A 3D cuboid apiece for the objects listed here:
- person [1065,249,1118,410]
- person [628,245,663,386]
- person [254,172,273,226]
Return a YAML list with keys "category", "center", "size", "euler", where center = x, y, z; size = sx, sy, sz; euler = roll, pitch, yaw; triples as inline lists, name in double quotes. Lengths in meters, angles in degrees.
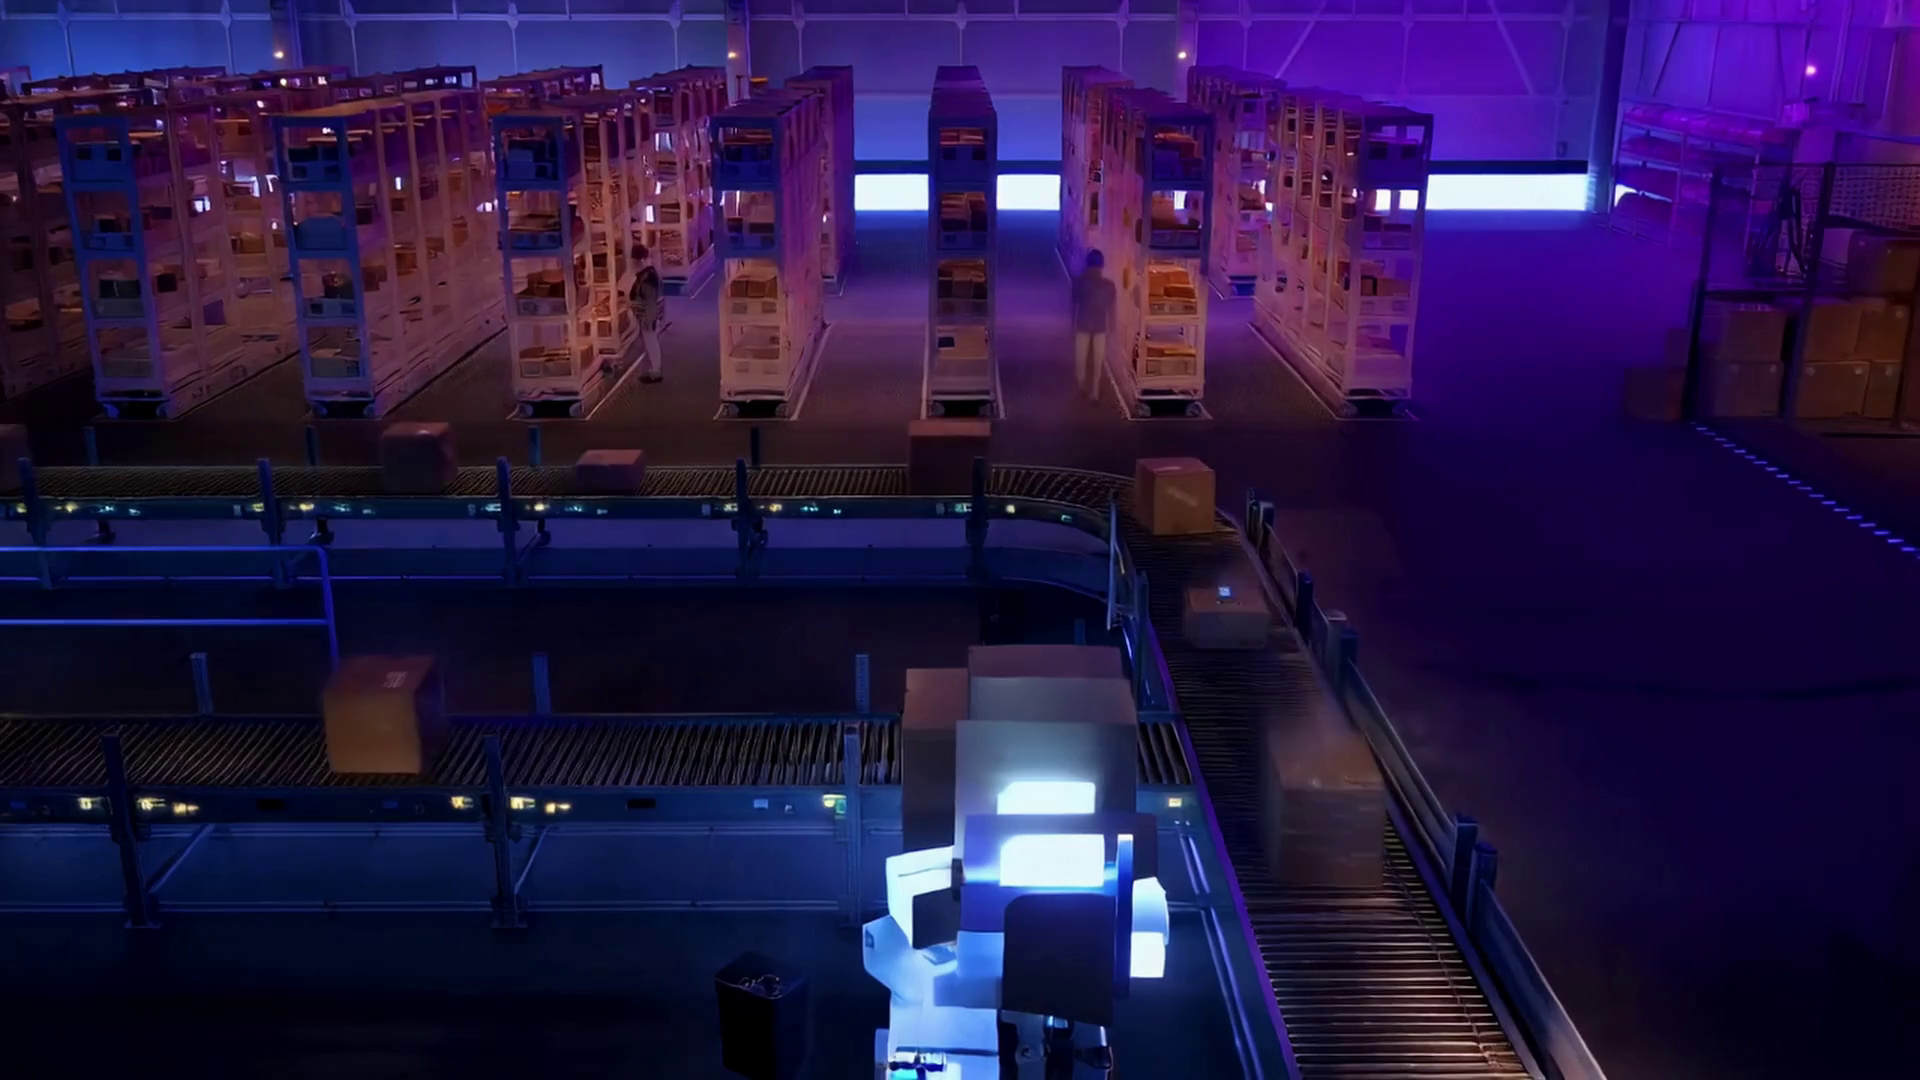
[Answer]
- category: "person"
  center: [1.614, -2.567, 20.342]
  size: [0.639, 1.975, 0.436]
  euler: [-1, 18, -3]
- category: "person"
  center: [-4.101, -2.941, 21.737]
  size: [0.403, 1.828, 0.595]
  euler: [-6, 19, -18]
- category: "person"
  center: [-14.113, -6.821, 33.657]
  size: [0.388, 1.847, 0.563]
  euler: [-3, 18, -10]
